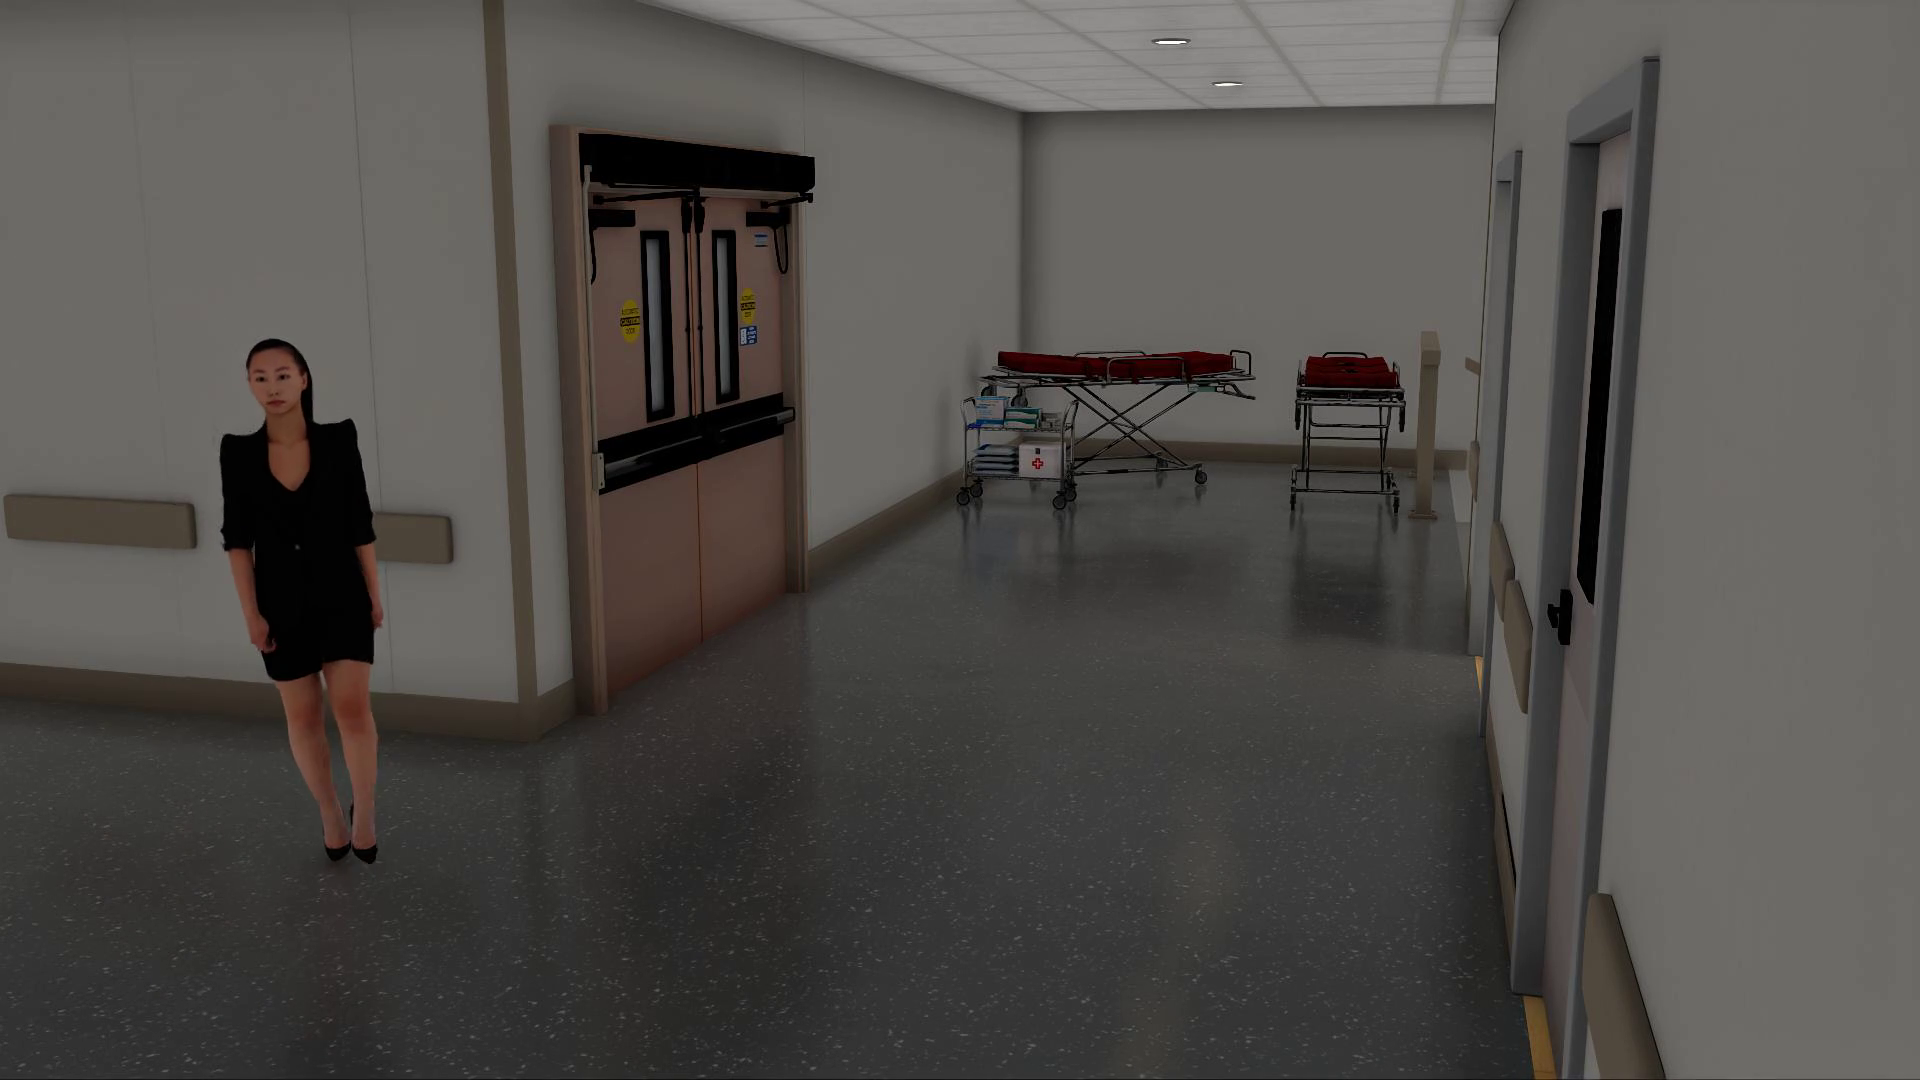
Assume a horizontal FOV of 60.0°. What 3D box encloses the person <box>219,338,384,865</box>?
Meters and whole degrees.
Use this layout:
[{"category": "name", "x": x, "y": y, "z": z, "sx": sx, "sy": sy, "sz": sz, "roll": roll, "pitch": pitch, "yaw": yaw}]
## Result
[{"category": "person", "x": -2.064, "y": 0.210, "z": 5.259, "sx": 0.726, "sy": 1.680, "sz": 0.768, "roll": -4, "pitch": 11, "yaw": -19}]
